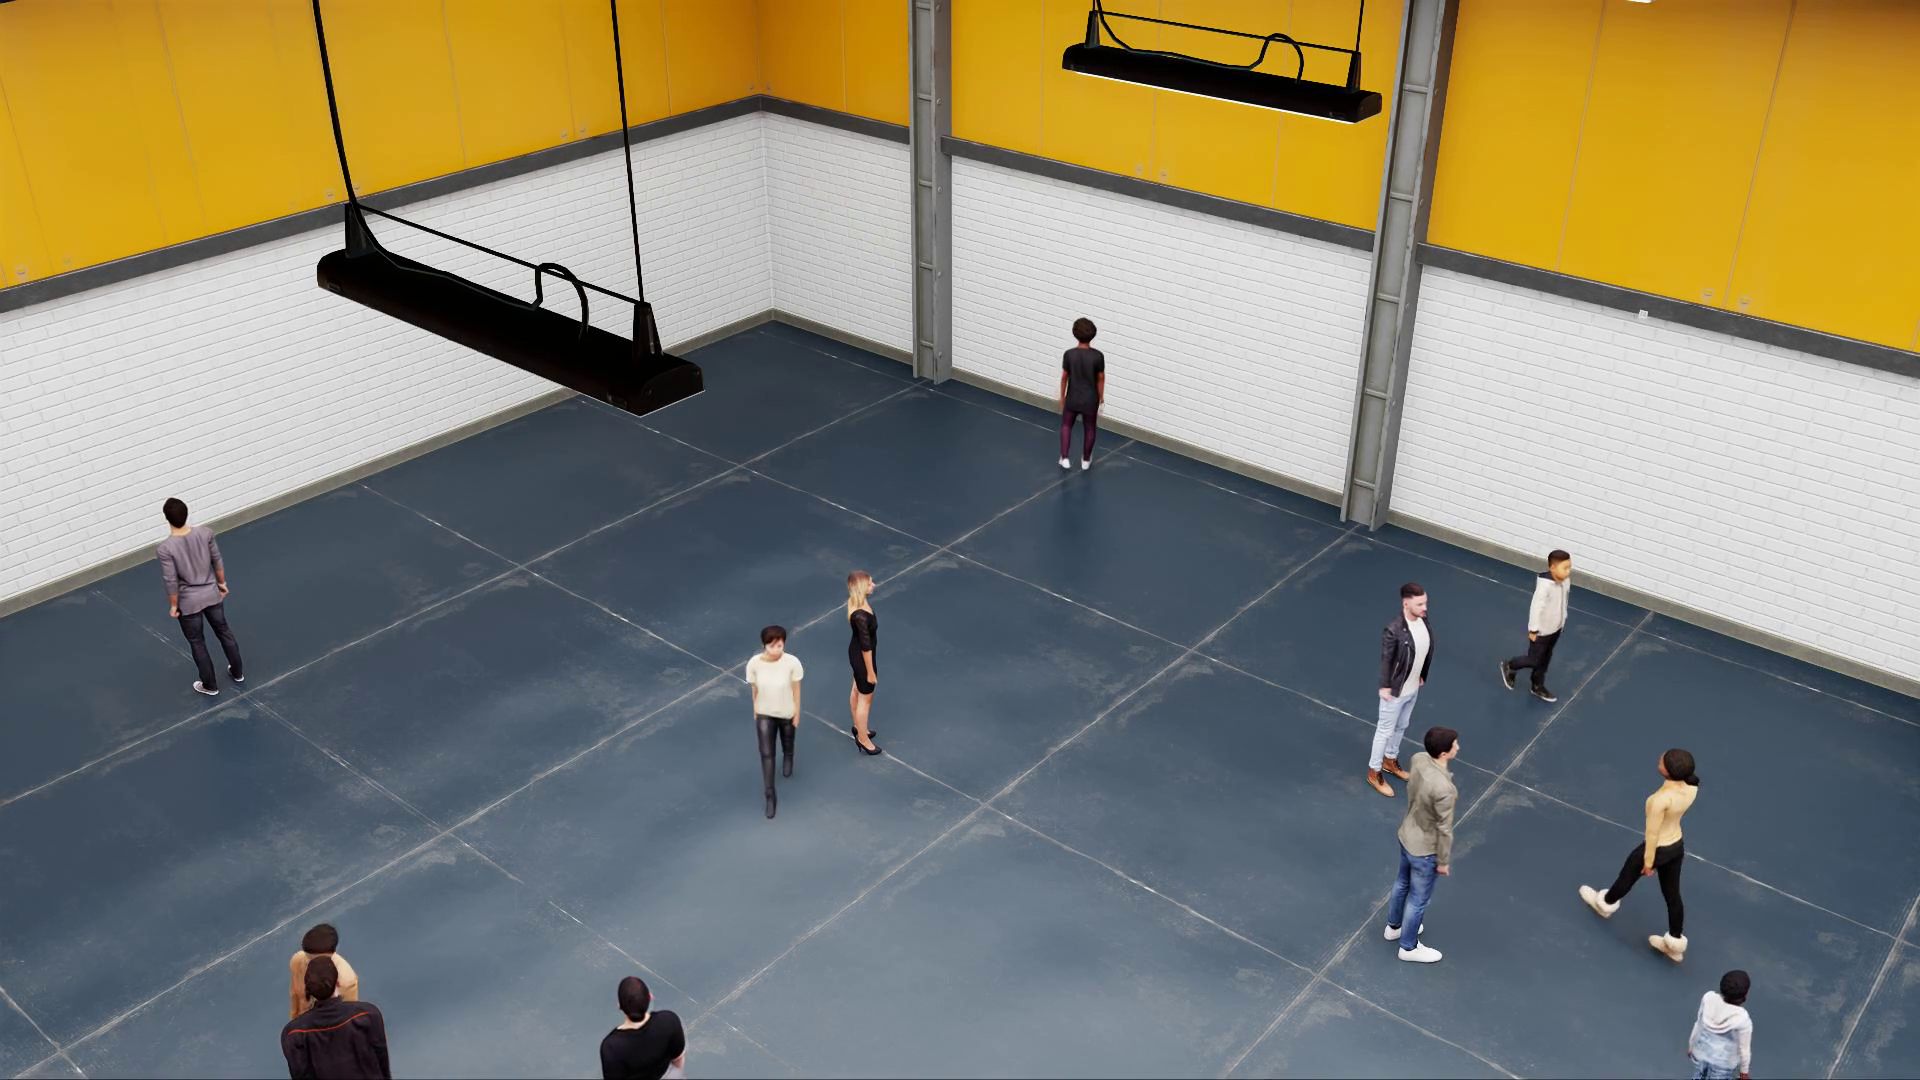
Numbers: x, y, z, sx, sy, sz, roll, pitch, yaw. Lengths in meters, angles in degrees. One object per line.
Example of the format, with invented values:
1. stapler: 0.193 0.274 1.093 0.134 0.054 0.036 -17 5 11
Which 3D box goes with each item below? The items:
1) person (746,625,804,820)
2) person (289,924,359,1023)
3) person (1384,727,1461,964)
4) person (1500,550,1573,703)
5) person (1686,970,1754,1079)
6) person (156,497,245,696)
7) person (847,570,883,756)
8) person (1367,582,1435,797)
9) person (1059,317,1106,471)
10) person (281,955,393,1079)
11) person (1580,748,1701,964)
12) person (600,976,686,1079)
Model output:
1. person: -1.427 1.330 13.098 1.027 1.542 1.061 -1 29 -2
2. person: -3.746 2.934 9.993 0.750 1.699 0.830 23 36 36
3. person: 3.170 2.066 11.412 0.841 1.864 0.758 -5 29 -9
4. person: 4.994 0.708 14.339 0.640 1.445 0.759 -24 36 -36
5. person: 4.543 3.139 10.088 0.627 1.249 0.549 -14 32 -24
6. person: -6.573 0.472 14.344 0.518 1.853 0.669 21 35 34
7. person: -0.797 0.984 13.590 0.667 1.677 0.581 -6 29 -10
8. person: 3.473 1.139 13.140 0.689 1.836 0.598 -23 36 -35
9. person: 1.336 -1.561 18.150 0.753 1.779 0.833 3 29 6
10. person: -3.465 3.122 9.424 0.776 1.914 0.757 -12 31 -21
11. person: 4.900 2.180 11.462 0.889 1.616 1.151 -12 31 -21
12. person: -1.770 3.194 9.454 0.728 1.758 0.700 -20 34 -31
